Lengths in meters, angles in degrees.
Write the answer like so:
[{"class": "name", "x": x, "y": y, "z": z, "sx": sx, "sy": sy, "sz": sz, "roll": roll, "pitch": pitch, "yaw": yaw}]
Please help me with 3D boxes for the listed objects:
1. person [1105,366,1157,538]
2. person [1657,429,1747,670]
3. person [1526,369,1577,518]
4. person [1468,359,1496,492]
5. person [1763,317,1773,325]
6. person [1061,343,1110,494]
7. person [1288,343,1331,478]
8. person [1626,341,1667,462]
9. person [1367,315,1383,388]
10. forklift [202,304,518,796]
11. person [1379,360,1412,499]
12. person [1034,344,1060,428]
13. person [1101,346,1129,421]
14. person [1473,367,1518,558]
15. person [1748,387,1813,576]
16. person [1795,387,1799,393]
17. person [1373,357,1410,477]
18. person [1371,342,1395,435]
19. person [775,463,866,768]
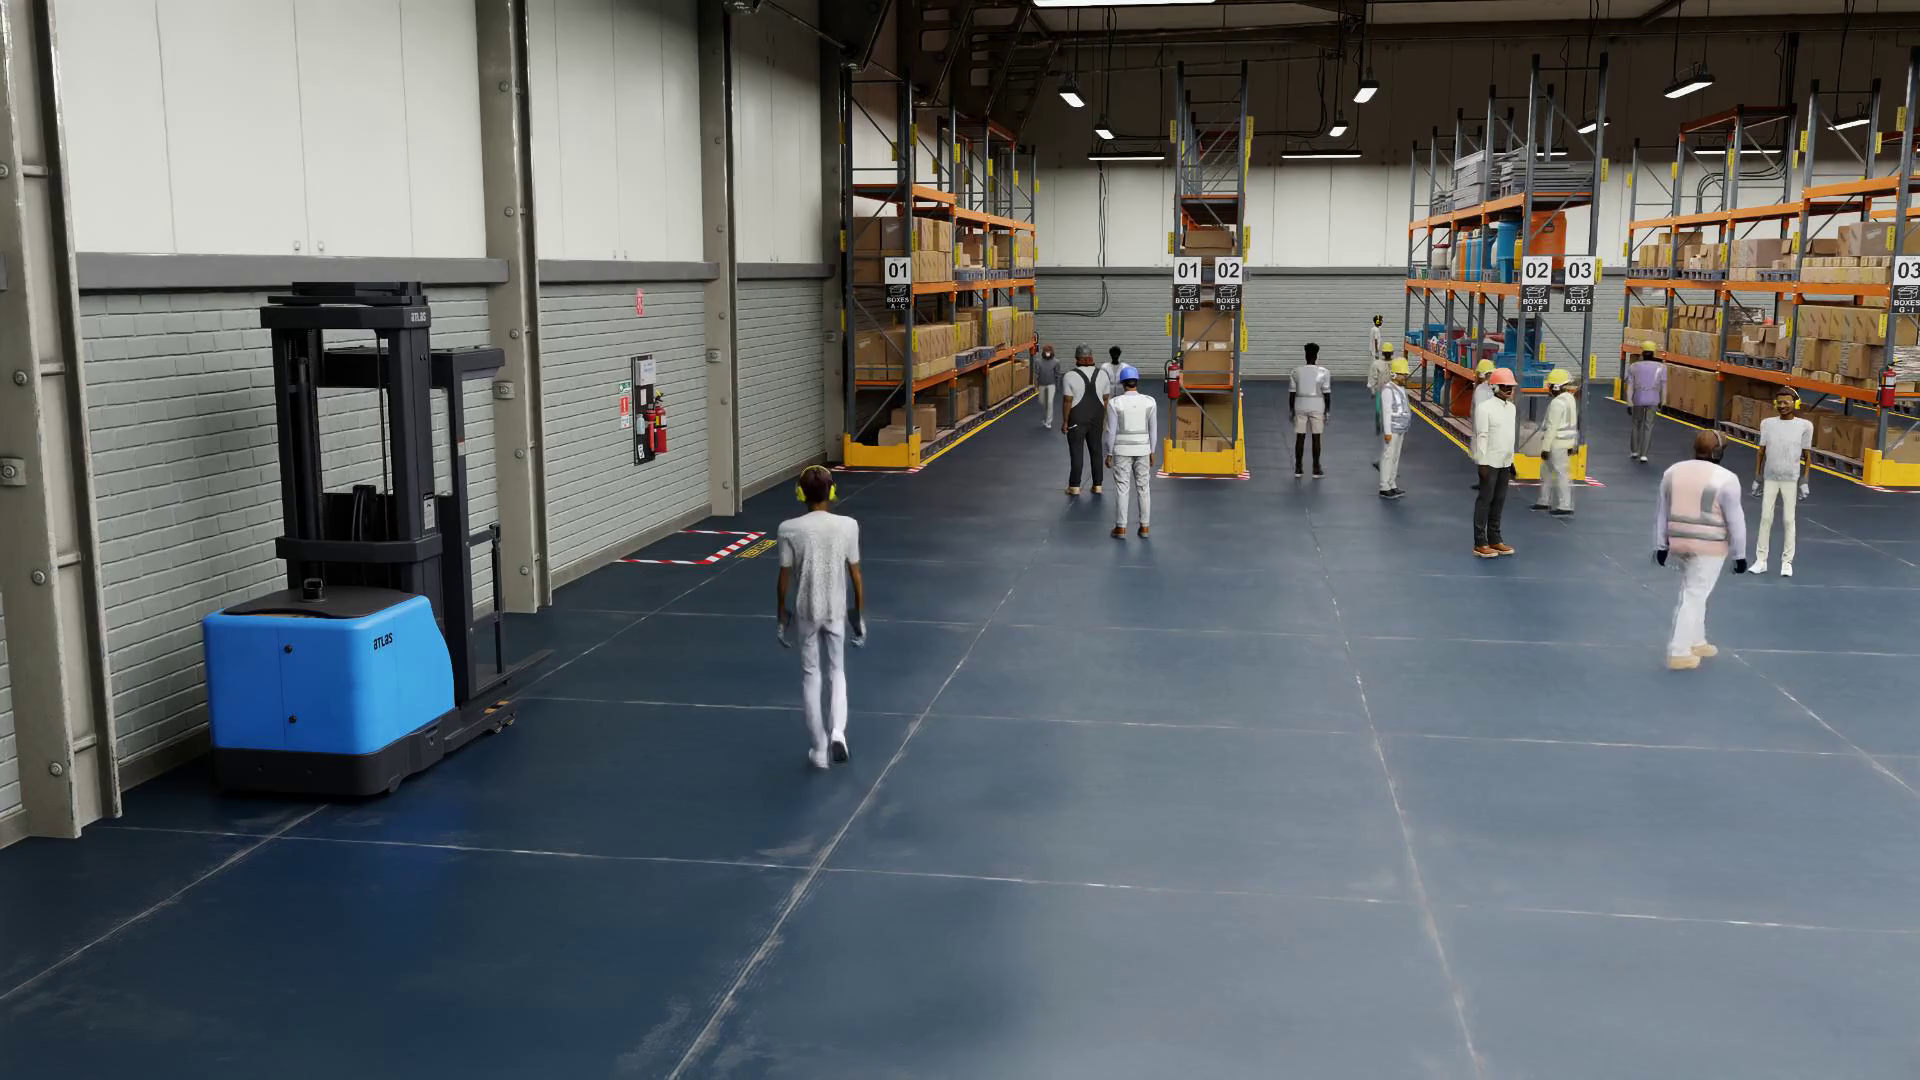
[{"class": "person", "x": 1.931, "y": -0.994, "z": 18.811, "sx": 0.603, "sy": 1.938, "sz": 0.402, "roll": -2, "pitch": 9, "yaw": -12}, {"class": "person", "x": 5.709, "y": 0.065, "z": 12.651, "sx": 0.771, "sy": 1.812, "sz": 0.647, "roll": -5, "pitch": 10, "yaw": -27}, {"class": "person", "x": 7.209, "y": -1.186, "z": 20.373, "sx": 0.716, "sy": 1.808, "sz": 0.627, "roll": 6, "pitch": 11, "yaw": 33}, {"class": "person", "x": 7.148, "y": -1.539, "z": 22.547, "sx": 0.601, "sy": 1.821, "sz": 0.500, "roll": -8, "pitch": 12, "yaw": -41}, {"class": "person", "x": 16.639, "y": -3.578, "z": 34.409, "sx": 0.615, "sy": 2.047, "sz": 0.357, "roll": 8, "pitch": 12, "yaw": 41}, {"class": "person", "x": 1.661, "y": -1.630, "z": 22.551, "sx": 0.673, "sy": 2.000, "sz": 0.536, "roll": -3, "pitch": 10, "yaw": -19}, {"class": "person", "x": 5.117, "y": -1.889, "z": 24.341, "sx": 0.634, "sy": 1.960, "sz": 0.494, "roll": 4, "pitch": 10, "yaw": 24}, {"class": "person", "x": 10.908, "y": -2.207, "z": 26.452, "sx": 0.598, "sy": 1.886, "sz": 0.937, "roll": 4, "pitch": 10, "yaw": 23}, {"class": "person", "x": 10.720, "y": -4.864, "z": 42.923, "sx": 0.320, "sy": 1.862, "sz": 0.510, "roll": 1, "pitch": 9, "yaw": 6}, {"class": "forklift", "x": -3.673, "y": -0.038, "z": 10.147, "sx": 1.129, "sy": 2.768, "sz": 1.873, "roll": 1, "pitch": 9, "yaw": 9}, {"class": "person", "x": 5.791, "y": -1.476, "z": 22.116, "sx": 0.403, "sy": 1.828, "sz": 0.597, "roll": 6, "pitch": 11, "yaw": 33}, {"class": "person", "x": 1.690, "y": -2.980, "z": 32.034, "sx": 0.501, "sy": 1.612, "sz": 0.619, "roll": 2, "pitch": 9, "yaw": 12}, {"class": "person", "x": 2.761, "y": -2.631, "z": 29.695, "sx": 0.542, "sy": 1.684, "sz": 0.590, "roll": 0, "pitch": 9, "yaw": 2}, {"class": "person", "x": 5.682, "y": -0.827, "z": 17.605, "sx": 0.608, "sy": 1.995, "sz": 0.377, "roll": -8, "pitch": 12, "yaw": -39}, {"class": "person", "x": 8.141, "y": -0.585, "z": 16.496, "sx": 0.532, "sy": 1.871, "sz": 0.319, "roll": 7, "pitch": 12, "yaw": 37}, {"class": "person", "x": 19.022, "y": -4.041, "z": 37.714, "sx": 0.548, "sy": 1.892, "sz": 0.925, "roll": 4, "pitch": 10, "yaw": 21}, {"class": "person", "x": 6.354, "y": -1.791, "z": 24.296, "sx": 0.376, "sy": 1.742, "sz": 0.542, "roll": 5, "pitch": 10, "yaw": 27}, {"class": "person", "x": 7.612, "y": -2.663, "z": 29.691, "sx": 0.525, "sy": 1.755, "sz": 0.468, "roll": 2, "pitch": 9, "yaw": 11}, {"class": "person", "x": -0.842, "y": 0.467, "z": 10.041, "sx": 0.548, "sy": 1.856, "sz": 0.437, "roll": -2, "pitch": 10, "yaw": -15}]
